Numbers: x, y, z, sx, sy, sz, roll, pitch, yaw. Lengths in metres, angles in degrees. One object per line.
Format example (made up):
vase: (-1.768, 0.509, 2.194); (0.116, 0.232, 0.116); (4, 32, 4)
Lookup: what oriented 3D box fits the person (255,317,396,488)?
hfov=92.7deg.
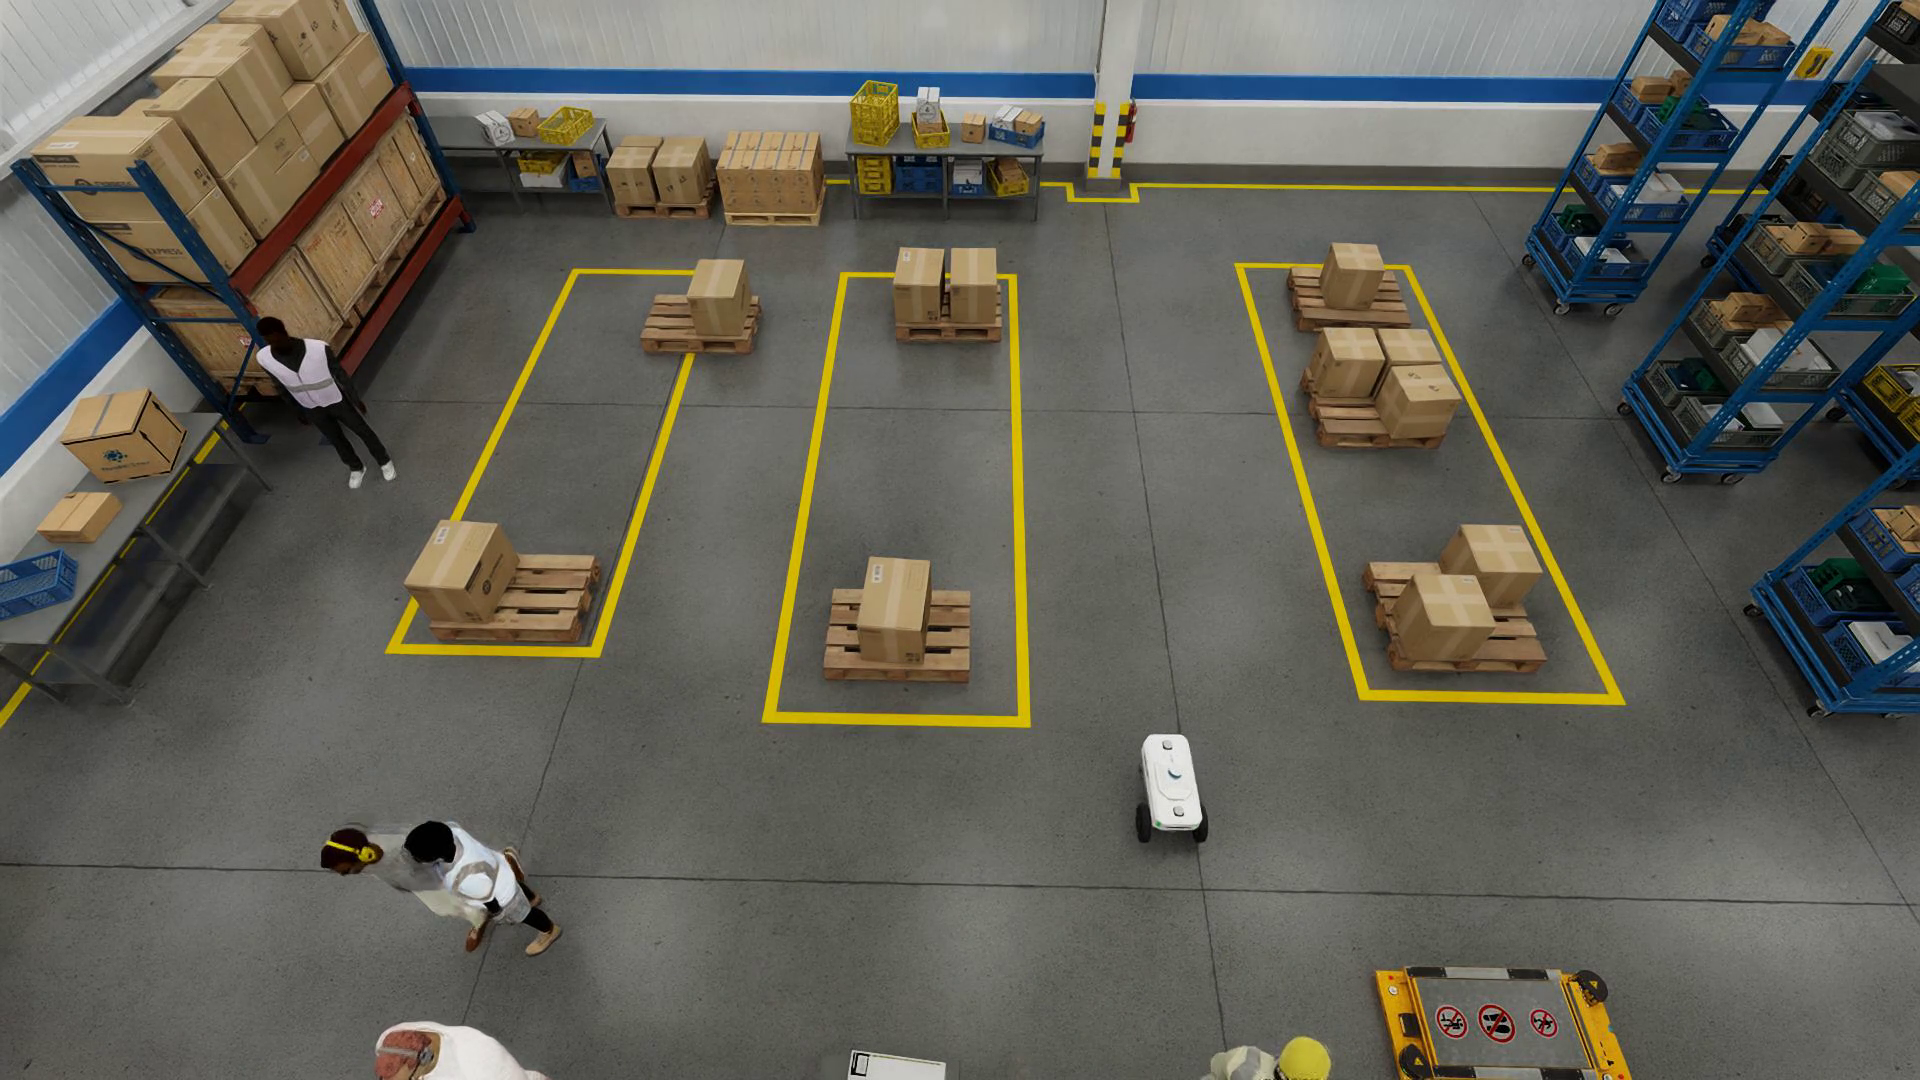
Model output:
person: (-5.856, -1.282, 8.458); (0.596, 1.916, 0.372); (-15, 52, -12)

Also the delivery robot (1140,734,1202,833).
delivery robot: (1.554, 1.795, 6.765); (0.477, 0.478, 0.707); (-1, 51, 0)

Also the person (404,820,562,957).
person: (-2.989, 2.170, 5.791); (0.320, 1.690, 0.536); (-37, 60, -26)

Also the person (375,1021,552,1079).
person: (-2.659, 2.974, 4.997); (0.643, 1.908, 0.411); (4, 51, 3)

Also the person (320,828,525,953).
person: (-3.299, 2.079, 5.771); (0.549, 1.836, 0.588); (2, 51, 2)

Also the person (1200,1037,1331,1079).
person: (1.538, 3.071, 4.986); (0.781, 1.804, 0.547); (27, 56, 20)

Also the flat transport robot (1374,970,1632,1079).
flat transport robot: (3.501, 3.133, 5.914); (1.431, 0.197, 0.652); (1, 51, 1)
